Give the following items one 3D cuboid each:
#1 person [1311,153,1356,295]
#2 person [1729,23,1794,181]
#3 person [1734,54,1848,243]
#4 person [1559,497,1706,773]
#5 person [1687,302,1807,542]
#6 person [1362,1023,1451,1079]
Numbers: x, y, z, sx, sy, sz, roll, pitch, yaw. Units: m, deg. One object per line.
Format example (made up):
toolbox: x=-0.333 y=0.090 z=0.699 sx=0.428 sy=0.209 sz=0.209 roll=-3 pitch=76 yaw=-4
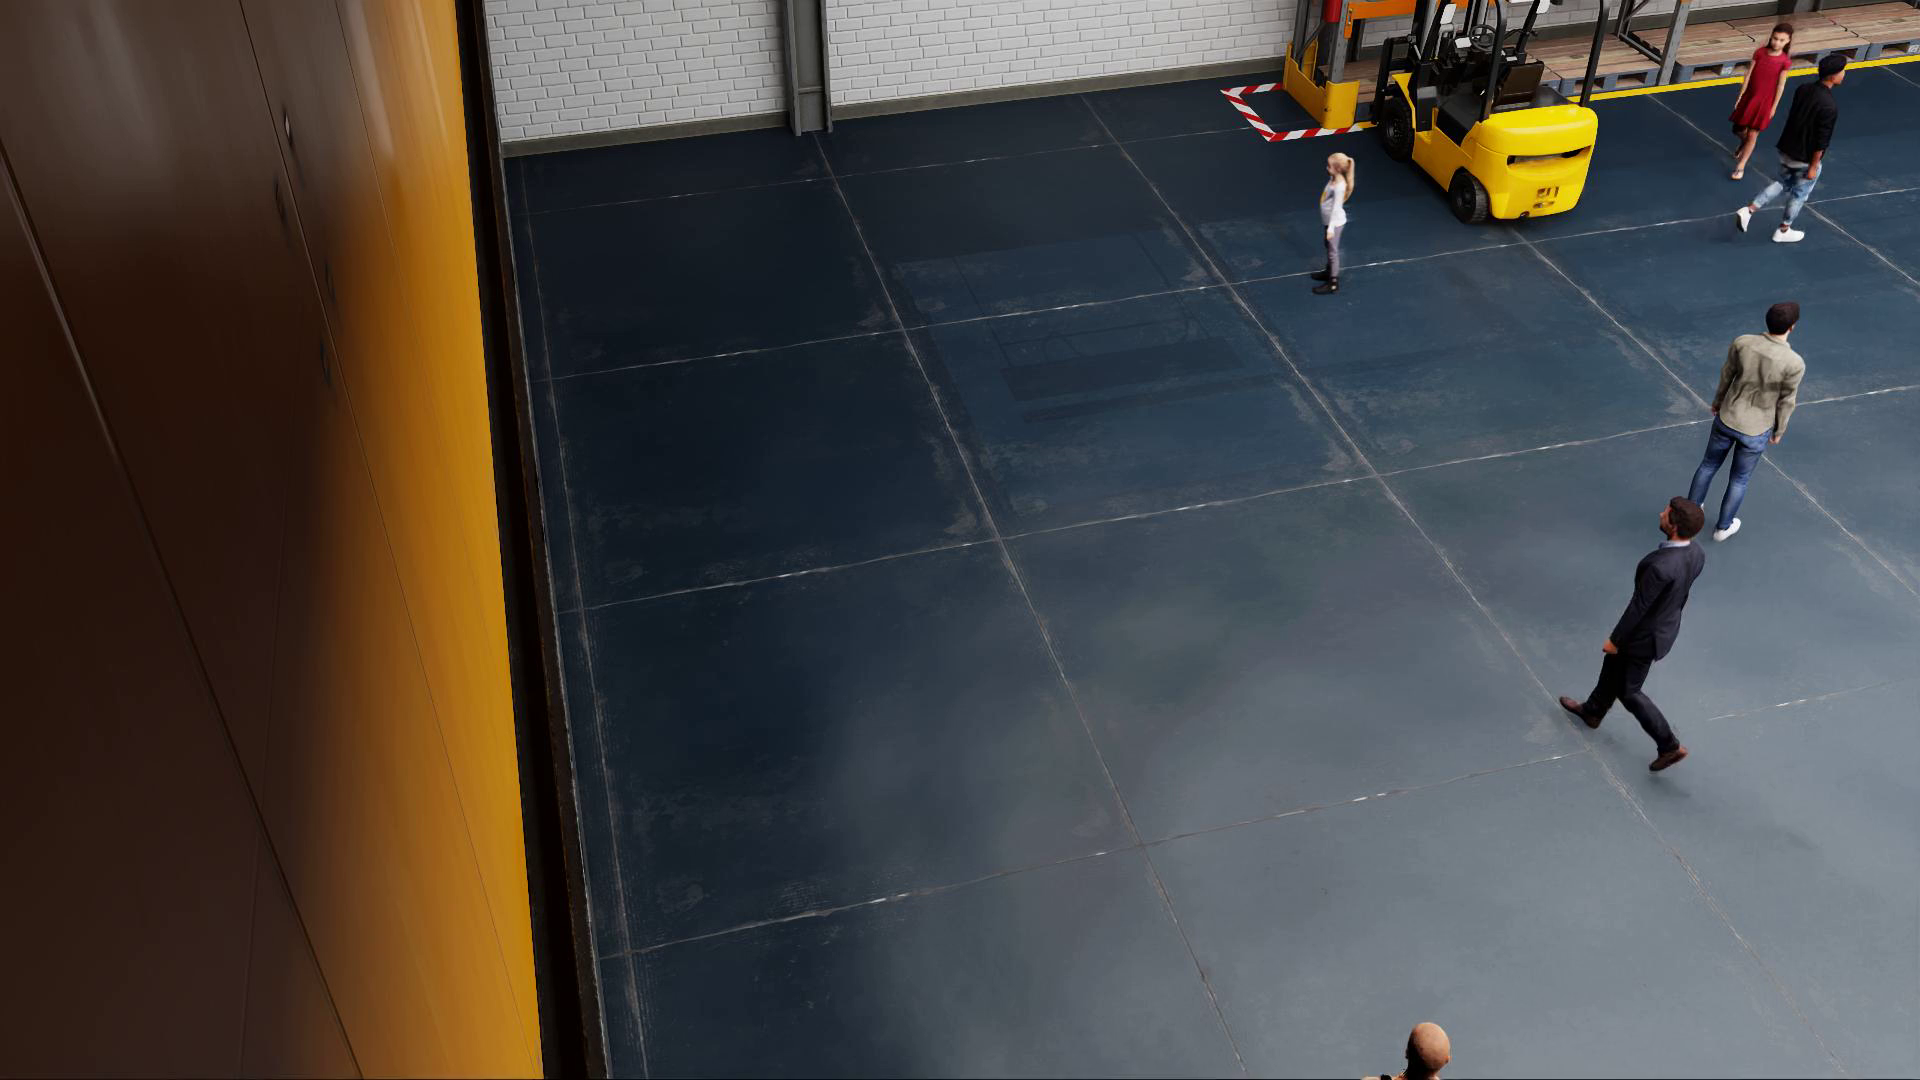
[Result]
person: x=3.273 y=-2.779 z=14.529 sx=0.571 sy=1.273 sz=0.558 roll=4 pitch=39 yaw=5
person: x=7.823 y=-4.321 z=16.247 sx=0.779 sy=1.539 sz=0.887 roll=28 pitch=46 yaw=31
person: x=7.525 y=-3.508 z=15.027 sx=0.947 sy=1.791 sz=0.737 roll=-6 pitch=39 yaw=-8
person: x=4.126 y=0.592 z=9.851 sx=1.135 sy=1.844 sz=1.060 roll=-32 pitch=48 yaw=-34
person: x=5.465 y=-0.825 z=11.610 sx=0.756 sy=1.862 sz=0.773 roll=-31 pitch=48 yaw=-33
person: x=1.875 y=2.794 z=7.134 sx=0.839 sy=1.794 sz=0.823 roll=-3 pitch=39 yaw=-4
